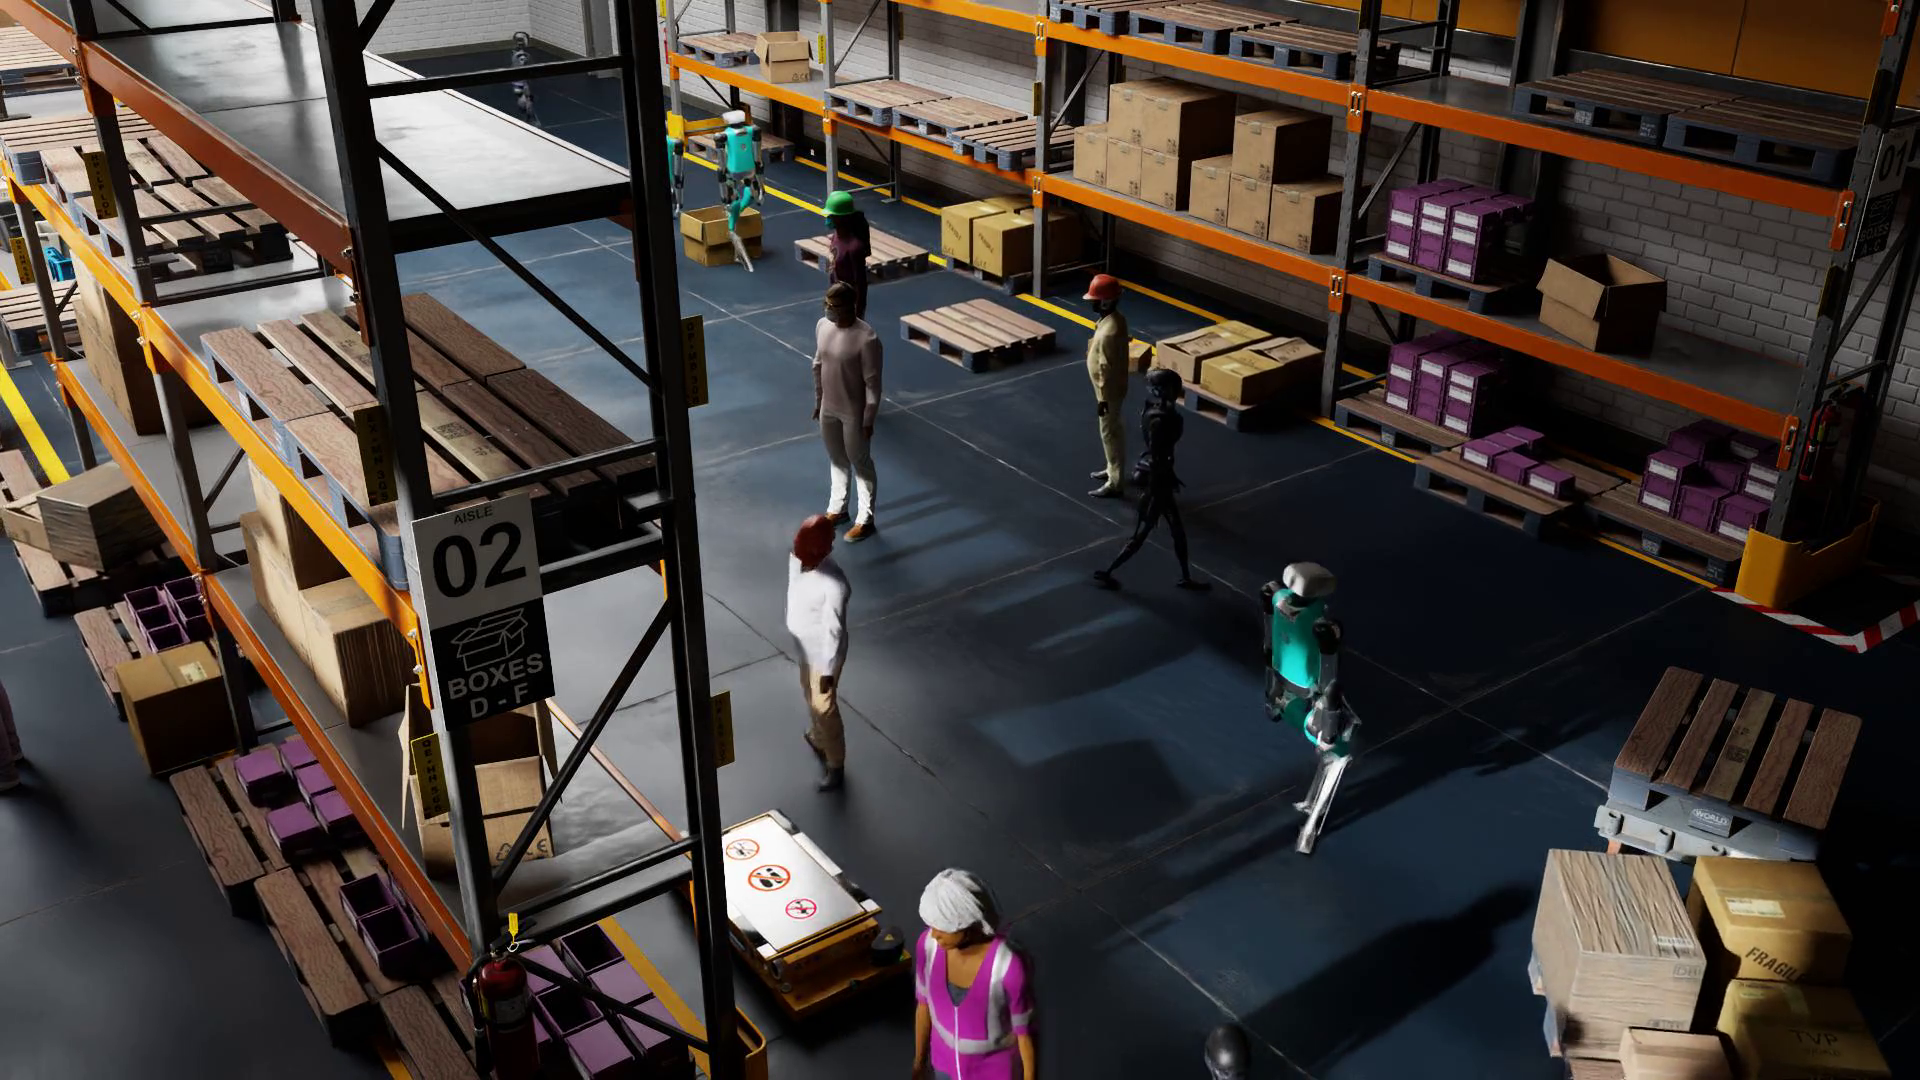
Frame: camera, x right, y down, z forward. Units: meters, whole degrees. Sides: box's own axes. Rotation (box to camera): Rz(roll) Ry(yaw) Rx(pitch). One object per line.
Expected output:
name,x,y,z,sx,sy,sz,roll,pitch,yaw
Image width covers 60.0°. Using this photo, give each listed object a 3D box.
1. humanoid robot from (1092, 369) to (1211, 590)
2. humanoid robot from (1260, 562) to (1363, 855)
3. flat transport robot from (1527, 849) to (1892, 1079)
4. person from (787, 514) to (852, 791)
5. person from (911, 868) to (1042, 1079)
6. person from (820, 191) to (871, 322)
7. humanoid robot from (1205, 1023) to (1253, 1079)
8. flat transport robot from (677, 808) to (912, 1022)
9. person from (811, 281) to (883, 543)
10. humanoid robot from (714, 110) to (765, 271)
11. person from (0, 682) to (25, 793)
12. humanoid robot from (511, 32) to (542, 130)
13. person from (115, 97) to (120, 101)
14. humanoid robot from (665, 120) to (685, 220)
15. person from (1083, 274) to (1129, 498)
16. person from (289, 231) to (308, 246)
humanoid robot,1.325,-0.392,11.264,0.798,1.628,0.610,8,28,15
humanoid robot,1.926,0.846,8.672,0.849,1.778,0.616,-15,30,-27
flat transport robot,3.173,2.371,7.270,0.659,0.231,1.431,3,27,6
person,-0.829,0.563,9.271,0.320,1.713,0.712,-13,29,-24
person,0.091,1.969,6.350,0.534,1.819,0.505,13,30,25
person,-0.948,-1.994,14.084,0.425,1.949,0.496,-13,29,-24
humanoid robot,0.912,2.410,5.713,0.616,1.617,0.787,-4,27,-8
flat transport robot,-0.906,1.825,8.358,0.659,0.231,1.431,-18,32,-31
person,-0.822,-0.929,11.980,0.630,1.940,0.372,22,34,37
humanoid robot,-2.459,-3.771,17.902,0.556,1.790,0.846,-16,31,-29
person,-5.536,0.526,9.120,0.412,1.906,0.651,-10,28,-18
humanoid robot,-5.800,-5.969,22.304,0.500,1.646,0.586,-7,28,-14
person,-10.702,-5.455,20.983,0.730,1.953,0.631,-1,27,-2
humanoid robot,-3.233,-3.576,17.526,0.565,1.809,0.928,-12,29,-22
person,1.104,-1.183,12.708,0.378,1.739,0.578,3,27,6
person,-6.369,-2.673,15.792,0.287,1.629,0.498,13,30,25
